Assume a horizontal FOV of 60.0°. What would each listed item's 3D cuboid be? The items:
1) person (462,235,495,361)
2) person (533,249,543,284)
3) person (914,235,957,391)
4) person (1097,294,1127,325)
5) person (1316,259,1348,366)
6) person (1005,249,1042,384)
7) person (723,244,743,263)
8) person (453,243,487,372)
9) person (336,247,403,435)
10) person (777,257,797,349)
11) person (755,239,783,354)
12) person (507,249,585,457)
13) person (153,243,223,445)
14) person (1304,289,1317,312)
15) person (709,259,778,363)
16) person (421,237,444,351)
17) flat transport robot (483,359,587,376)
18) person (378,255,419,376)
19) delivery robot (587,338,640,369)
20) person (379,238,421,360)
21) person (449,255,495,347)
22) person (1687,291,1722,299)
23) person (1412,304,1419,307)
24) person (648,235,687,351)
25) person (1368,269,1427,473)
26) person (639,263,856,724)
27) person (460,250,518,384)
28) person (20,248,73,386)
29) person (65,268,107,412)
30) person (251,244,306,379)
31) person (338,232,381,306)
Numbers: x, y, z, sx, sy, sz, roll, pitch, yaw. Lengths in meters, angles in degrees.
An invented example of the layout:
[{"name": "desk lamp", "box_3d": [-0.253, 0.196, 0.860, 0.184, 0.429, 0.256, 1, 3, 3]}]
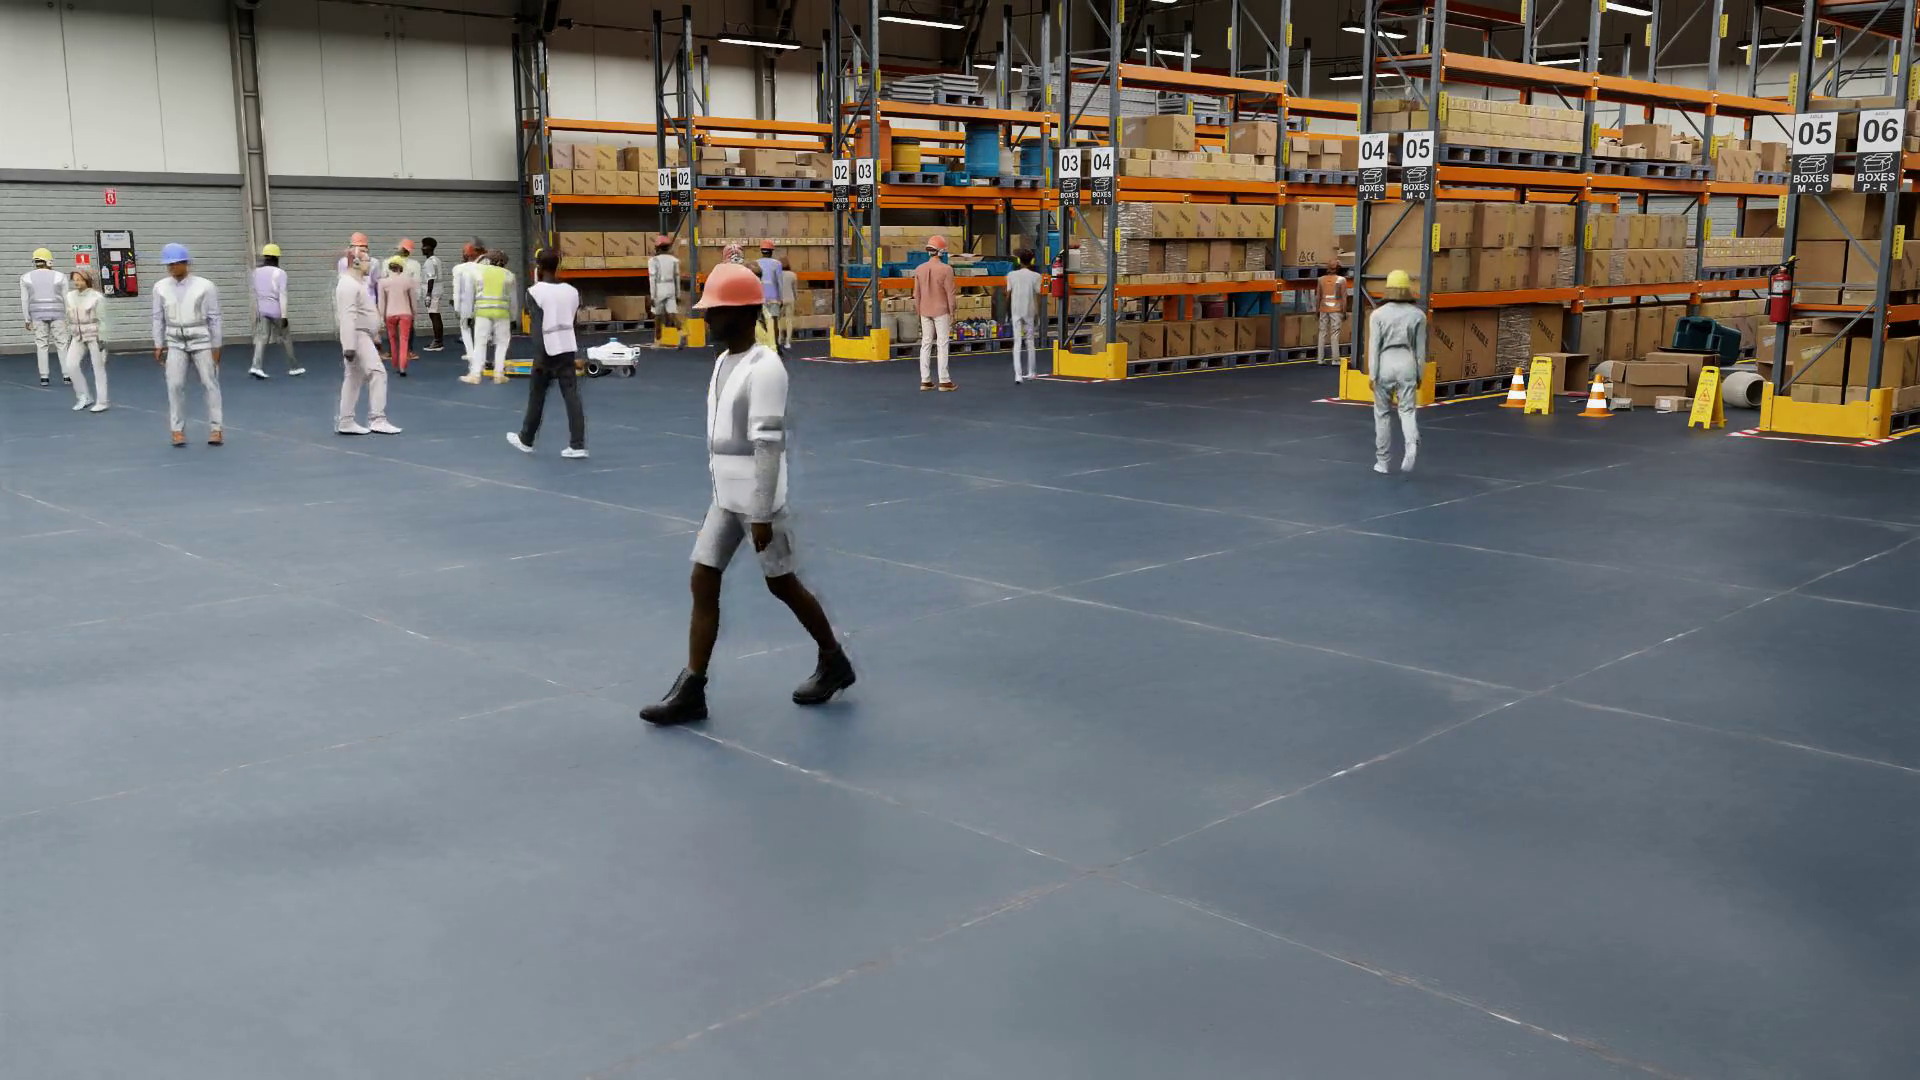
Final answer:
[{"name": "person", "box_3d": [-7.705, -3.917, 26.901, 0.795, 2.000, 0.690, -7, 13, -35]}, {"name": "person", "box_3d": [-7.227, -4.152, 28.814, 0.325, 1.769, 0.524, -4, 11, -20]}, {"name": "person", "box_3d": [-0.305, -2.942, 21.595, 0.620, 1.994, 0.381, 6, 12, 31]}, {"name": "person", "box_3d": [2.554, -4.085, 27.983, 0.631, 1.940, 0.370, 8, 13, 38]}, {"name": "person", "box_3d": [5.711, -3.494, 25.581, 0.523, 1.636, 0.311, 9, 14, 41]}, {"name": "person", "box_3d": [0.865, -3.068, 22.778, 0.517, 1.823, 0.968, 1, 10, 6]}, {"name": "person", "box_3d": [-2.497, -2.312, 18.413, 0.407, 1.905, 0.638, -7, 12, -33]}, {"name": "person", "box_3d": [-7.160, -3.415, 24.474, 0.589, 1.874, 0.461, -5, 11, -25]}, {"name": "person", "box_3d": [-5.953, -1.992, 16.737, 0.763, 1.882, 0.661, -3, 11, -18]}, {"name": "person", "box_3d": [-3.149, -4.224, 29.622, 0.509, 1.620, 0.503, -5, 12, -26]}, {"name": "person", "box_3d": [-3.265, -4.121, 28.185, 0.551, 1.933, 0.369, 0, 10, -1]}, {"name": "person", "box_3d": [-3.763, -1.706, 15.189, 0.995, 1.864, 0.610, 8, 13, 36]}, {"name": "person", "box_3d": [-7.374, -1.853, 15.872, 0.616, 1.924, 0.500, 0, 10, -2]}, {"name": "person", "box_3d": [7.217, -5.221, 34.148, 0.406, 1.946, 0.608, -3, 11, -14]}, {"name": "person", "box_3d": [-1.441, -0.990, 11.373, 0.429, 1.844, 0.627, 4, 11, 19]}, {"name": "person", "box_3d": [-9.238, -4.304, 29.097, 0.367, 1.966, 0.603, -1, 10, -5]}, {"name": "flat transport robot", "box_3d": [-6.035, -2.475, 23.868, 1.431, 0.197, 0.652, 1, 10, 7]}, {"name": "person", "box_3d": [-8.075, -3.227, 23.922, 0.540, 1.709, 0.942, -3, 11, -15]}, {"name": "delivery robot", "box_3d": [-4.947, -2.648, 23.784, 0.707, 0.478, 0.477, 1, 10, 7]}, {"name": "person", "box_3d": [-9.103, -3.886, 26.898, 0.781, 1.960, 0.362, -1, 10, -4]}, {"name": "person", "box_3d": [-8.762, -4.353, 29.897, 0.958, 1.786, 0.584, 3, 11, 14]}, {"name": "person", "box_3d": [13.352, -4.380, 29.779, 0.593, 1.869, 0.594, 10, 15, 44]}, {"name": "person", "box_3d": [6.326, -3.115, 23.450, 0.539, 1.671, 0.745, 1, 10, 7]}, {"name": "person", "box_3d": [-5.104, -4.294, 28.942, 0.618, 2.018, 0.913, -8, 13, -39]}, {"name": "person", "box_3d": [3.668, -1.396, 13.926, 0.485, 1.722, 0.653, 0, 10, 1]}, {"name": "person", "box_3d": [-0.863, -0.203, 6.953, 0.972, 1.895, 0.556, -7, 12, -33]}, {"name": "person", "box_3d": [-6.430, -3.031, 22.646, 0.817, 1.796, 0.432, -2, 11, -13]}, {"name": "person", "box_3d": [-12.263, -3.000, 22.367, 0.591, 1.828, 0.404, -4, 11, -21]}, {"name": "person", "box_3d": [-9.908, -2.253, 18.833, 0.555, 1.618, 0.488, 2, 11, 12]}, {"name": "person", "box_3d": [-9.743, -3.235, 23.519, 0.606, 1.889, 0.974, 3, 11, 17]}, {"name": "person", "box_3d": [-8.914, -3.549, 24.783, 0.614, 2.038, 0.396, -6, 12, -31]}]
